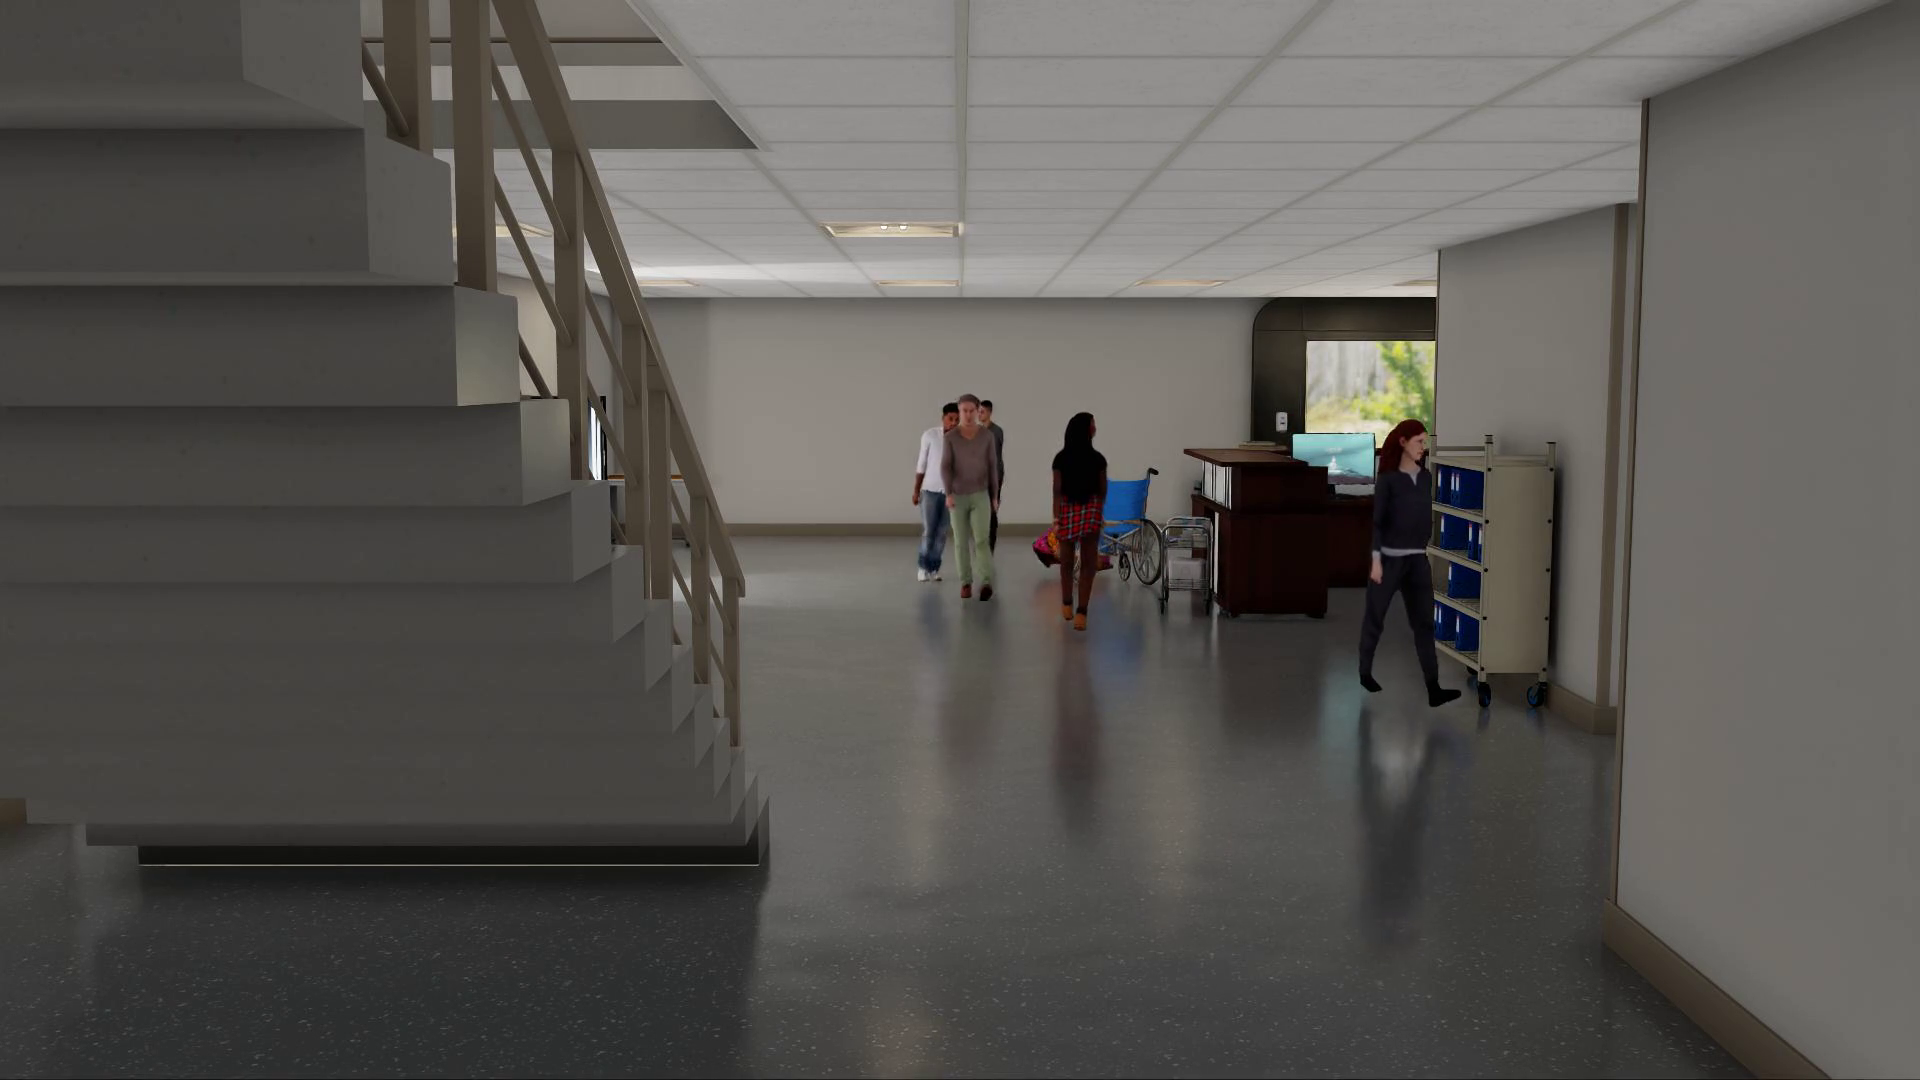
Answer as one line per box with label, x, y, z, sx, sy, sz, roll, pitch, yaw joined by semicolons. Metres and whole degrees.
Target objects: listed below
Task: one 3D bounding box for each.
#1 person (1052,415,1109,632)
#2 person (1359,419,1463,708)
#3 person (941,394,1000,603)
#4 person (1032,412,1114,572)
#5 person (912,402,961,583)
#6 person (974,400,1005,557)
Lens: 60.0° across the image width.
person;0.943;-0.080;12.982;0.652;1.667;1.238;0;6;4
person;2.648;0.169;10.263;0.906;1.714;1.275;-2;6;-18
person;0.069;-0.343;14.812;0.670;1.823;1.212;0;6;-1
person;1.174;-0.488;17.034;0.960;1.666;1.116;-2;6;-20
person;-0.217;-0.473;16.405;0.809;1.762;0.826;-1;6;-10
person;0.358;-0.682;18.567;0.798;1.746;0.854;6;8;44
